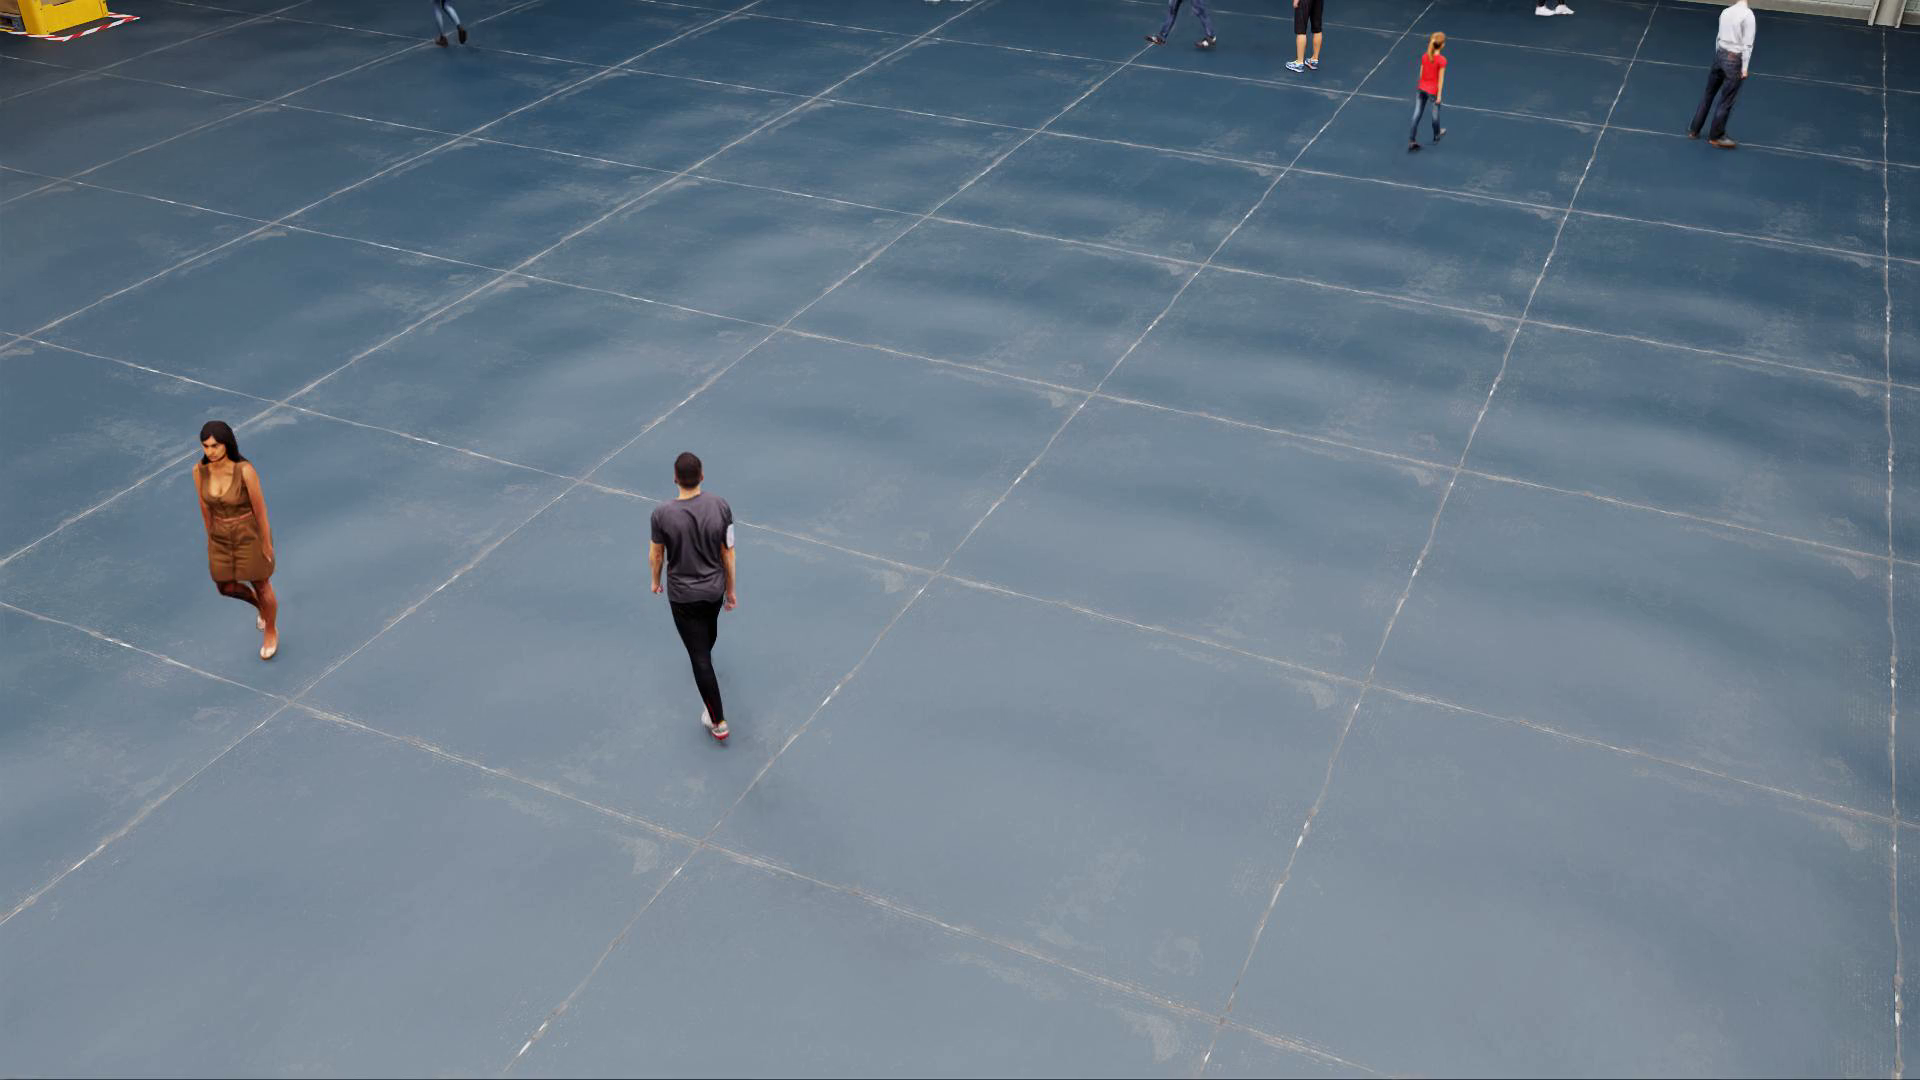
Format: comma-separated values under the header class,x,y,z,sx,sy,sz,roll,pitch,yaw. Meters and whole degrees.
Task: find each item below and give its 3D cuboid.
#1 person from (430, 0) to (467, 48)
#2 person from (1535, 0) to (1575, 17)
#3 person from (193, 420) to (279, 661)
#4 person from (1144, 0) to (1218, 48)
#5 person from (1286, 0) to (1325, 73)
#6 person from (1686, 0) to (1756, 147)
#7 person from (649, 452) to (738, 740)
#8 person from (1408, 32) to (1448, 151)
class,x,y,z,sx,sy,sz,roll,pitch,yaw
person,-6.844,-7.330,21.987,0.871,1.623,0.737,23,39,32
person,8.318,-8.196,23.266,0.782,1.724,0.647,9,33,15
person,-4.449,-0.036,10.373,0.719,1.679,0.770,2,32,4
person,3.113,-7.349,21.838,1.279,1.814,1.014,-2,32,-2
person,4.452,-6.911,21.096,0.702,1.866,0.749,-14,35,-21
person,8.666,-5.341,18.680,0.890,1.788,0.844,-2,32,-3
person,-1.520,0.366,9.711,1.125,1.704,1.260,-14,35,-22
person,5.205,-4.994,18.602,0.871,1.284,0.747,28,42,37
